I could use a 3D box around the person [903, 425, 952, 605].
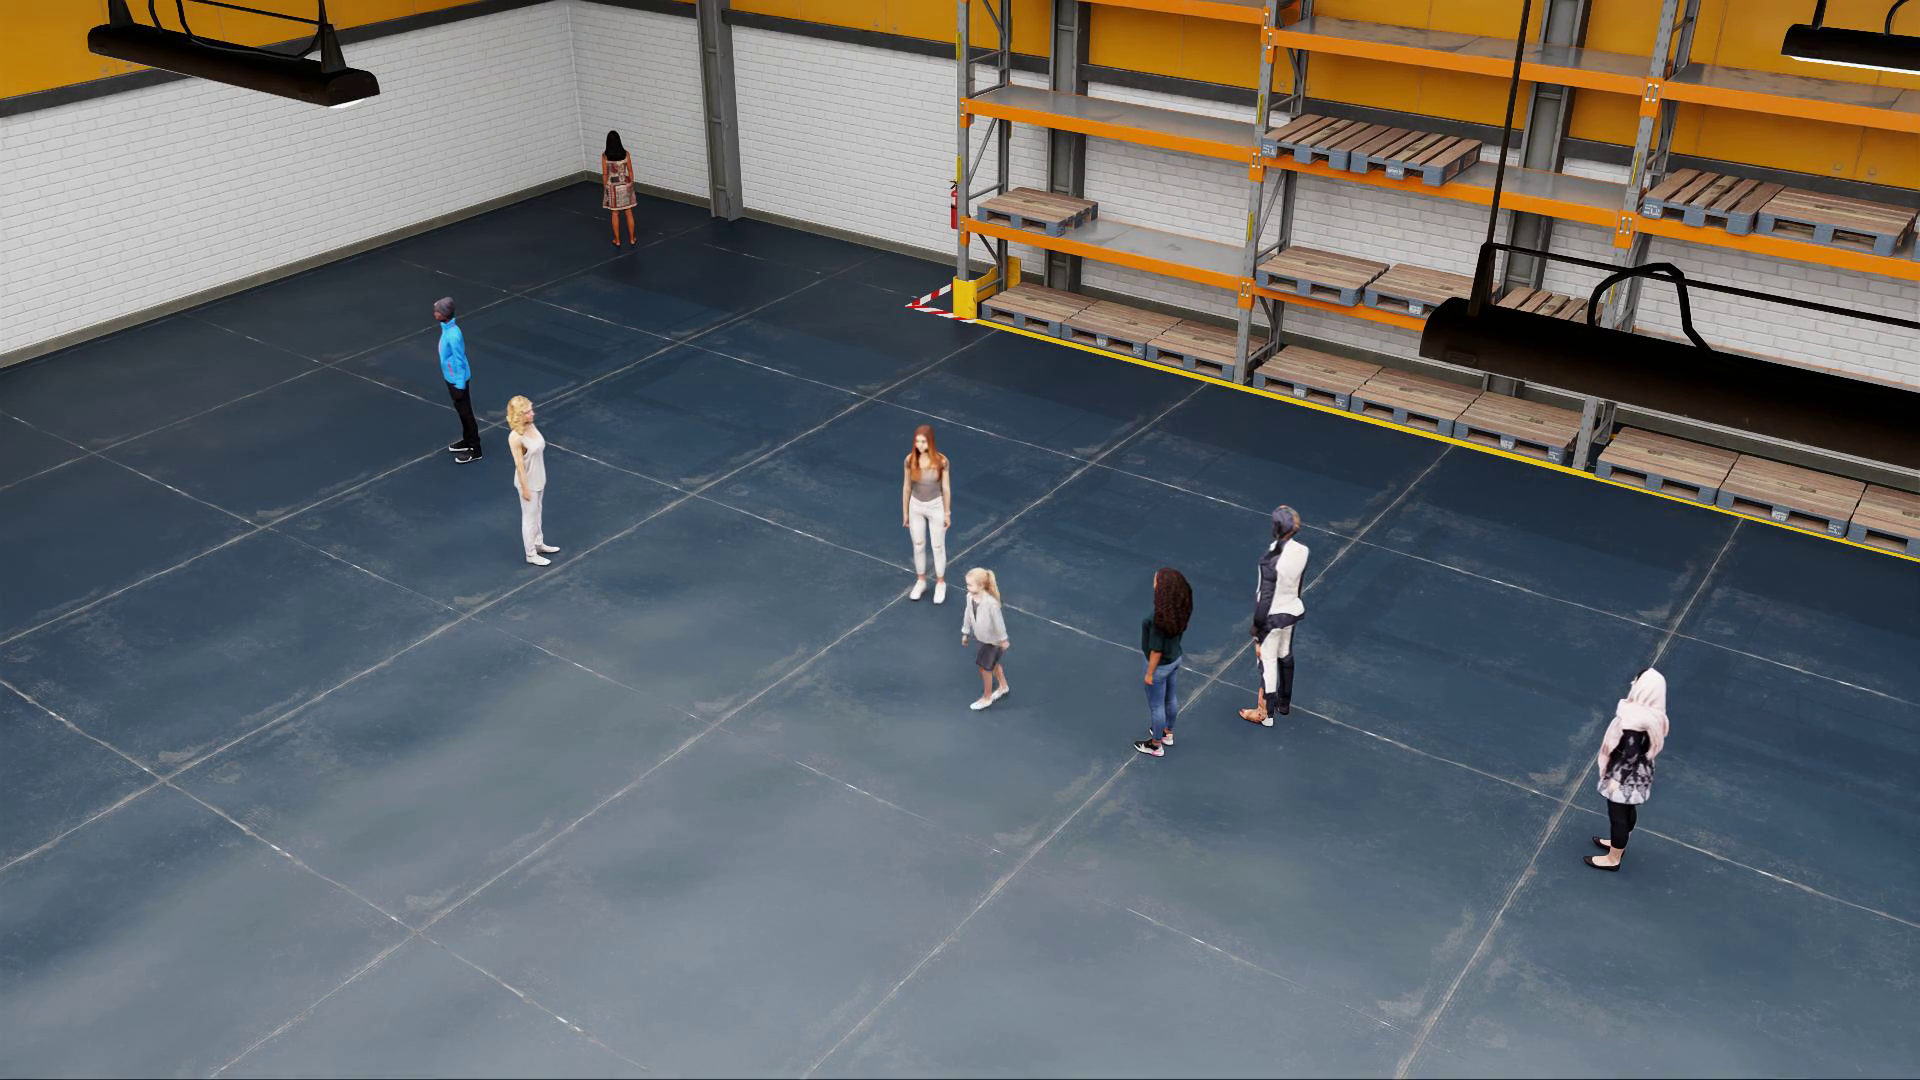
[{"bbox_3d":[-0.287,-0.255,14.966,0.590,1.718,0.721,6,29,10],"label":"person"}]

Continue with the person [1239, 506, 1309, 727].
[{"bbox_3d":[2.517,0.601,13.217,0.737,1.891,0.677,-23,36,-36],"label":"person"}]

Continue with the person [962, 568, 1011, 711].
[{"bbox_3d":[0.283,0.781,13.561,0.680,1.244,0.666,-26,38,-38],"label":"person"}]

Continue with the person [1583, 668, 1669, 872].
[{"bbox_3d":[4.690,1.598,11.654,0.613,1.637,0.623,17,33,29],"label":"person"}]

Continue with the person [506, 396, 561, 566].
[{"bbox_3d":[-4.042,-0.578,15.608,0.686,1.671,0.680,3,29,6],"label":"person"}]

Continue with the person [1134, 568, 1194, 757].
[{"bbox_3d":[1.576,0.935,12.889,0.591,1.617,0.597,20,35,33],"label":"person"}]

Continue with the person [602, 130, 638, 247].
[{"bbox_3d":[-4.897,-5.054,23.840,0.724,1.645,0.732,-10,30,-18],"label":"person"}]

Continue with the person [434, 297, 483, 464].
[{"bbox_3d":[-5.291,-1.702,17.540,0.755,1.794,0.626,-15,32,-25],"label":"person"}]
